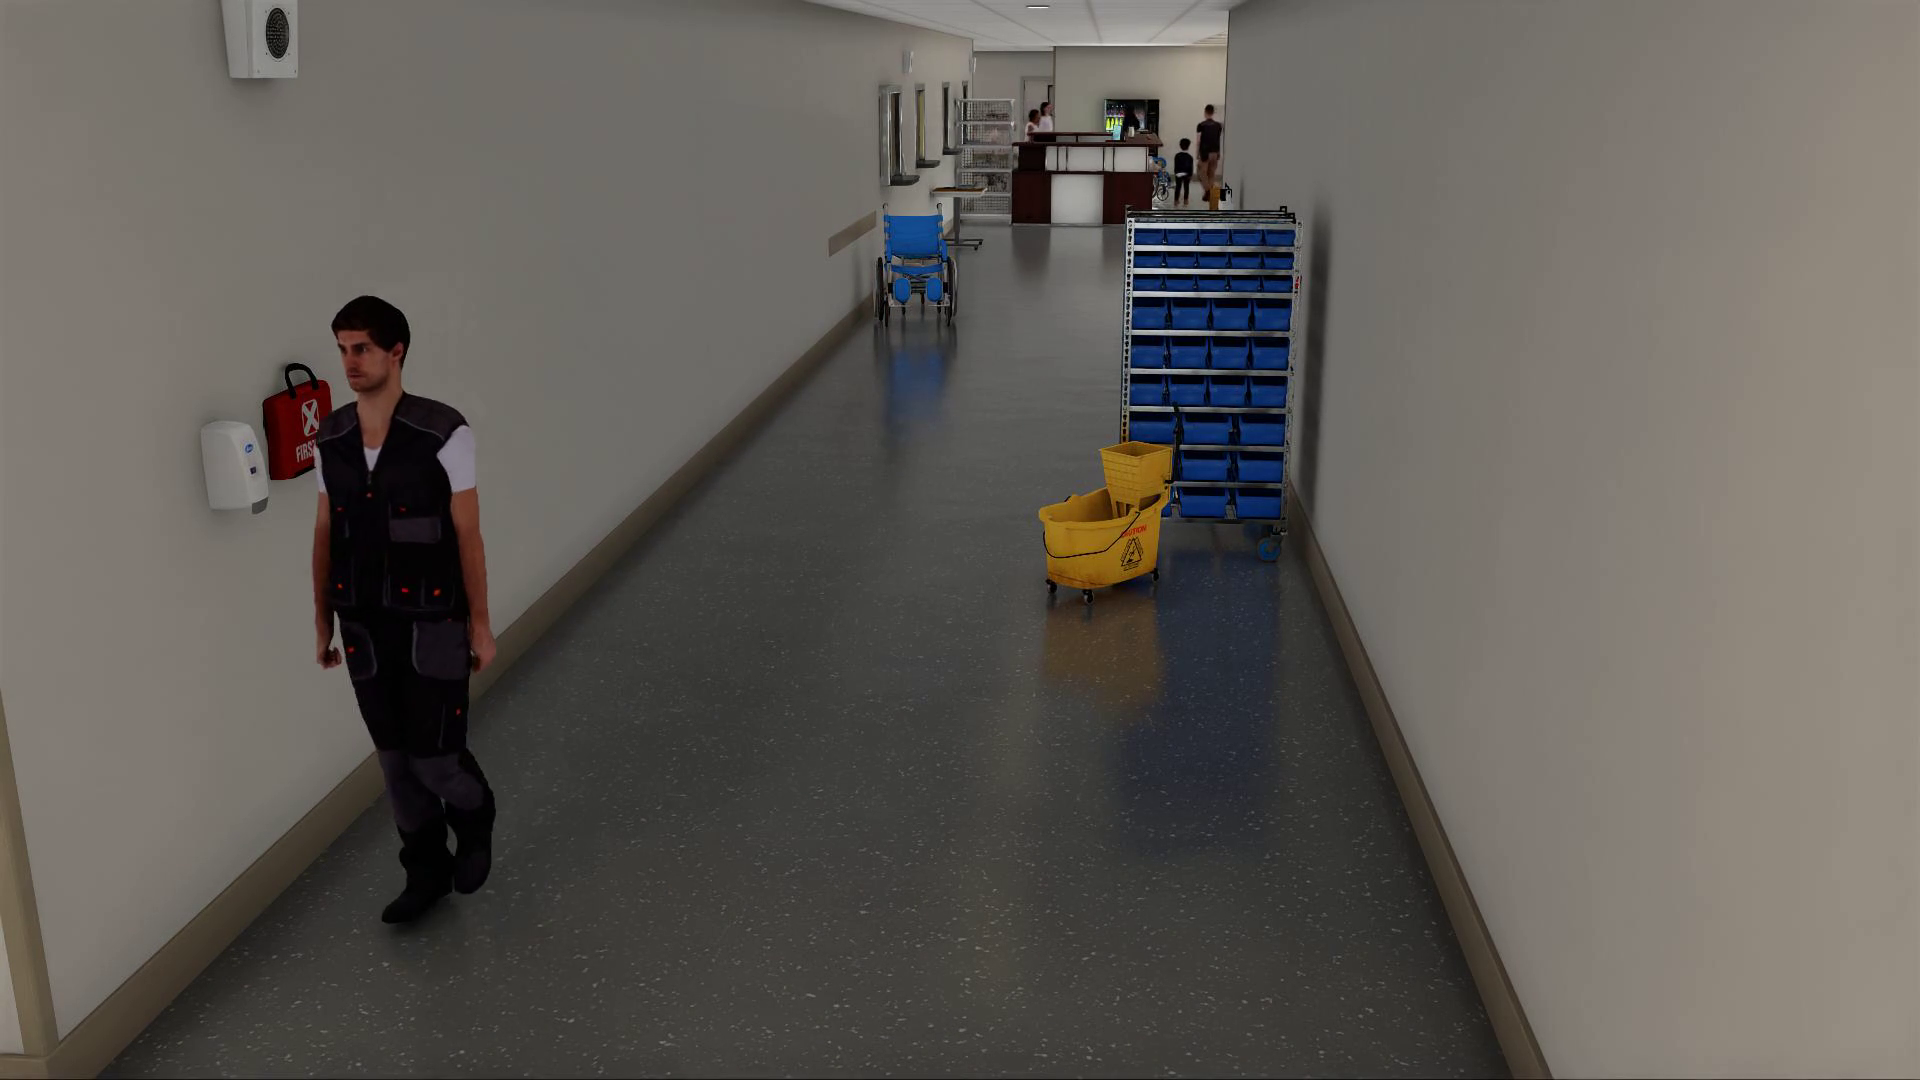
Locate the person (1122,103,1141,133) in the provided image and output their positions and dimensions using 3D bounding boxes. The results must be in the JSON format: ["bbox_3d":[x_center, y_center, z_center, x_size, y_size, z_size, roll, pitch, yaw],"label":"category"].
[{"bbox_3d":[3.549,-7.943,33.892,1.202,1.771,1.235,-13,20,-38],"label":"person"}]

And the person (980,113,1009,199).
[{"bbox_3d":[0.674,-7.581,32.852,0.915,1.639,0.735,-4,16,-14],"label":"person"}]

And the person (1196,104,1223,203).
[{"bbox_3d":[4.768,-7.327,31.616,0.981,1.822,0.955,-5,17,-18],"label":"person"}]

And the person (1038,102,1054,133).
[{"bbox_3d":[1.792,-8.599,36.187,1.075,1.790,0.864,9,18,28],"label":"person"}]

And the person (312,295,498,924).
[{"bbox_3d":[-1.568,0.208,4.862,0.653,1.835,0.769,3,16,12],"label":"person"}]

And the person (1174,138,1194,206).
[{"bbox_3d":[4.169,-6.872,31.030,0.471,1.224,0.599,5,16,16],"label":"person"}]

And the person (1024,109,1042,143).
[{"bbox_3d":[1.452,-8.090,34.596,0.625,1.673,0.663,1,16,4],"label":"person"}]
